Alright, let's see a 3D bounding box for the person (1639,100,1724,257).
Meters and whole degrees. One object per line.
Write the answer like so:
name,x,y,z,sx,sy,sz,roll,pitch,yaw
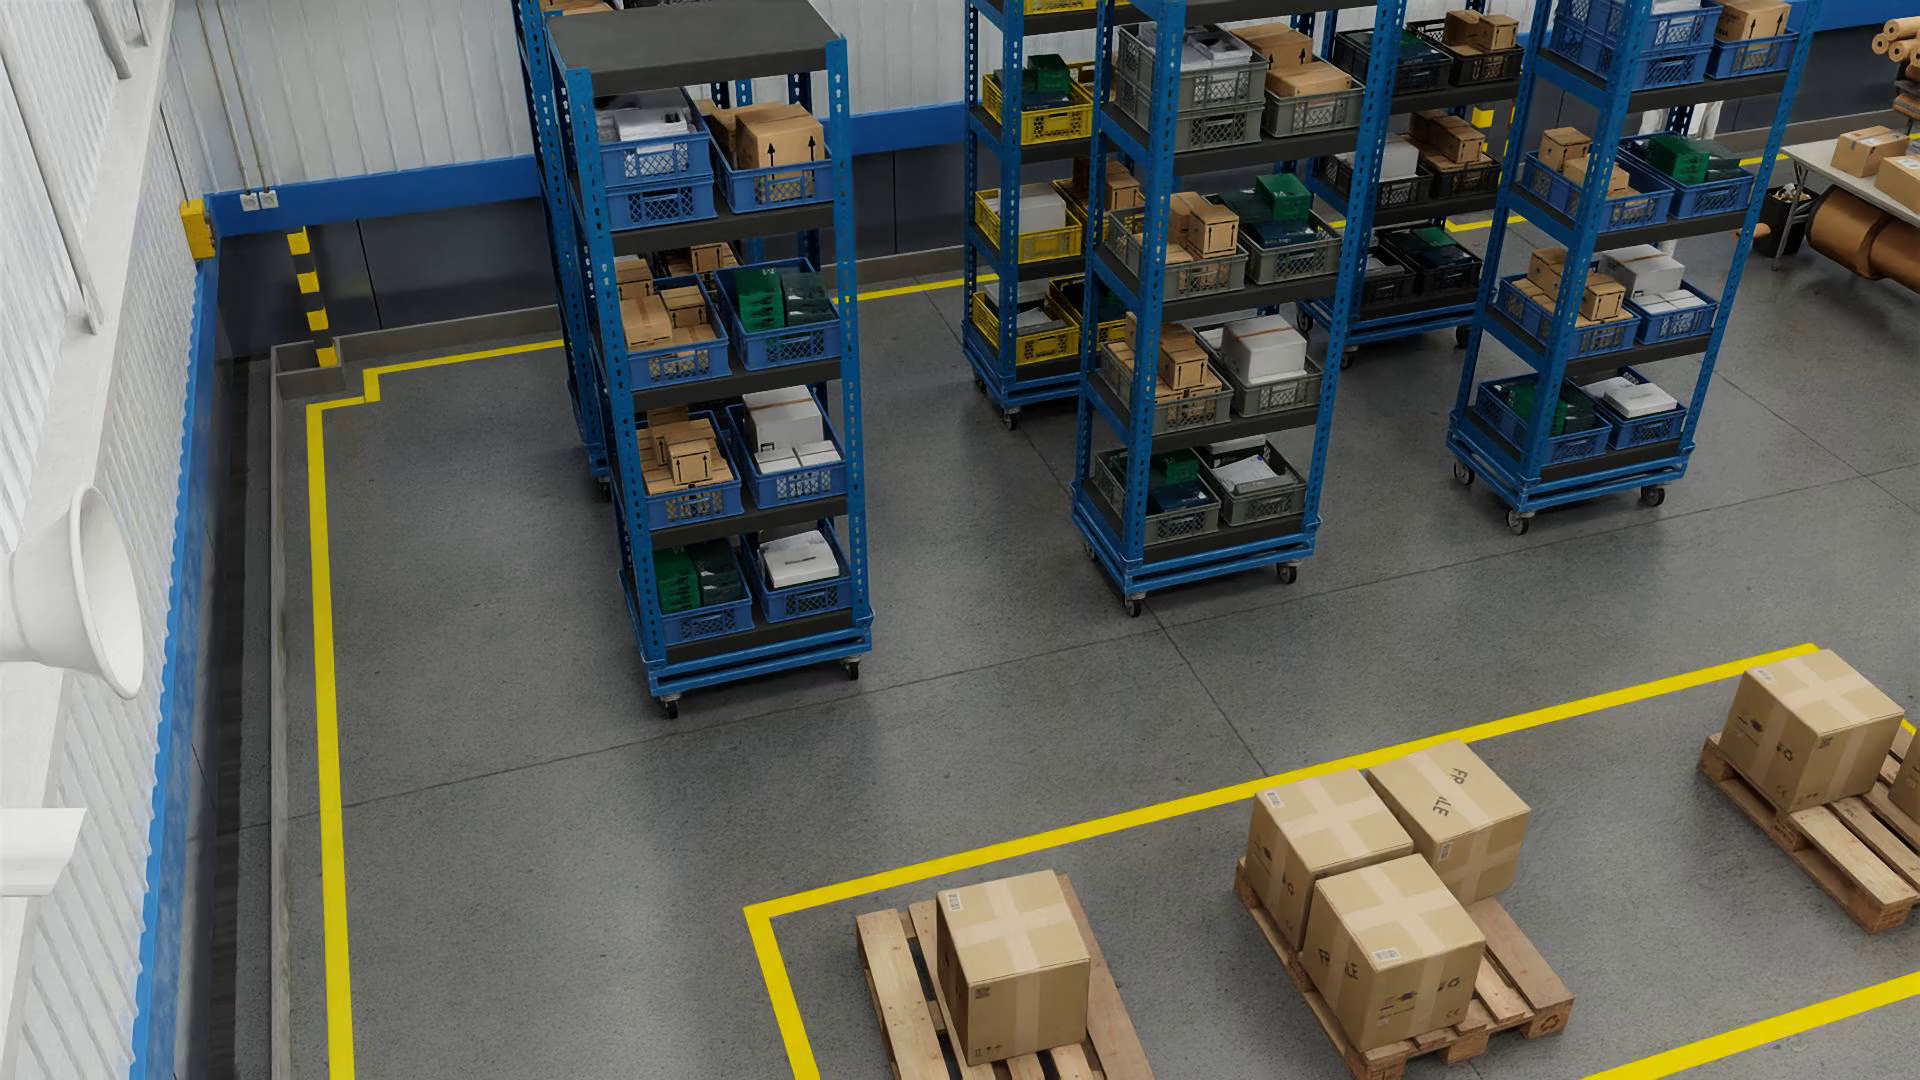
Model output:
person,5.450,-2.918,12.794,0.572,1.881,0.356,1,35,2
